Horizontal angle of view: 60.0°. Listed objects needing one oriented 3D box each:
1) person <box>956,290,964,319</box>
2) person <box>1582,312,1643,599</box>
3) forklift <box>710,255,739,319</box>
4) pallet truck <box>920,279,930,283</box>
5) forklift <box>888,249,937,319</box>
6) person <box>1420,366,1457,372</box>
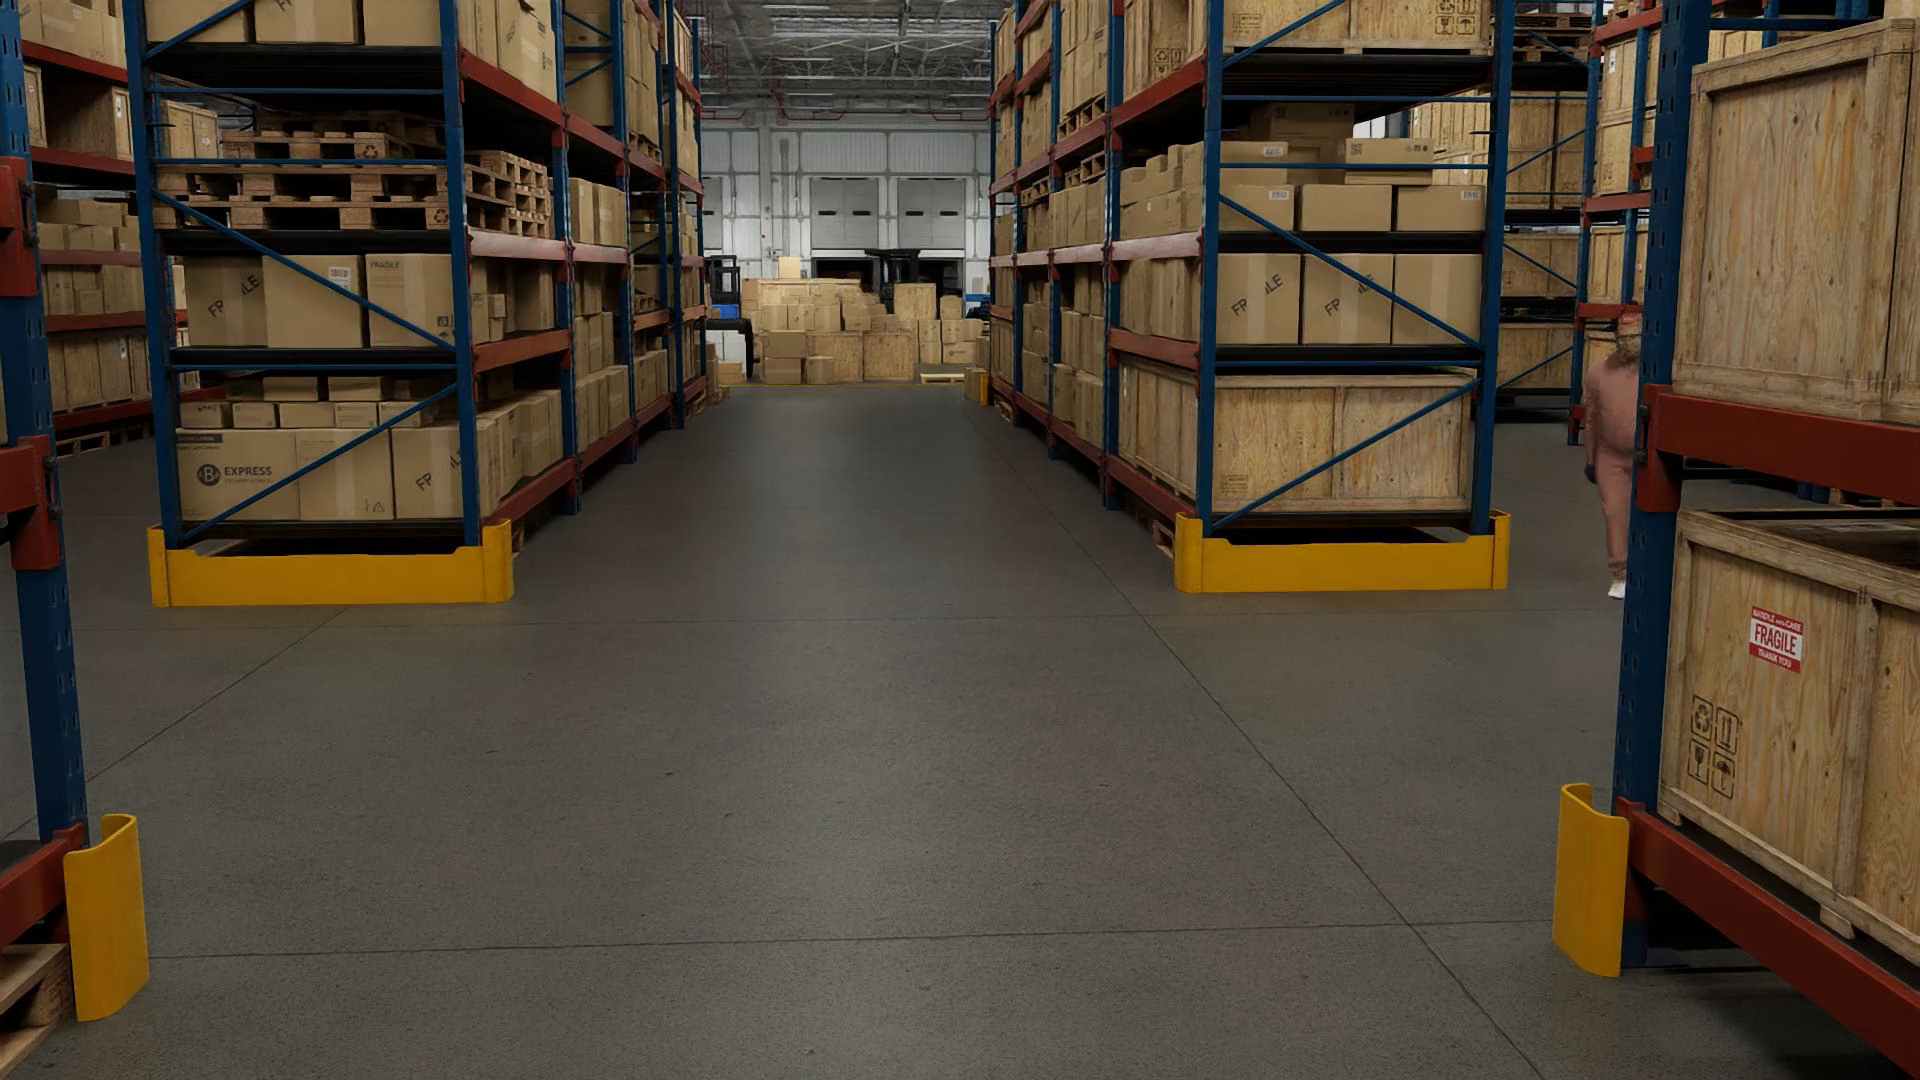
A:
[{"bbox_3d":[0.011,-7.197,53.339,0.890,1.644,0.549,4,10,21],"label":"person"},{"bbox_3d":[4.463,-0.571,11.044,0.649,1.878,0.667,4,10,25],"label":"person"},{"bbox_3d":[-8.368,-8.713,59.038,1.129,2.768,1.873,-1,9,-4],"label":"forklift"},{"bbox_3d":[-0.932,-8.922,63.114,1.885,1.965,0.823,2,9,13],"label":"pallet truck"},{"bbox_3d":[-1.524,-6.536,45.370,1.129,2.768,1.873,7,11,36],"label":"forklift"},{"bbox_3d":[4.272,-1.111,15.006,0.318,1.699,0.532,-7,11,-37],"label":"person"}]
